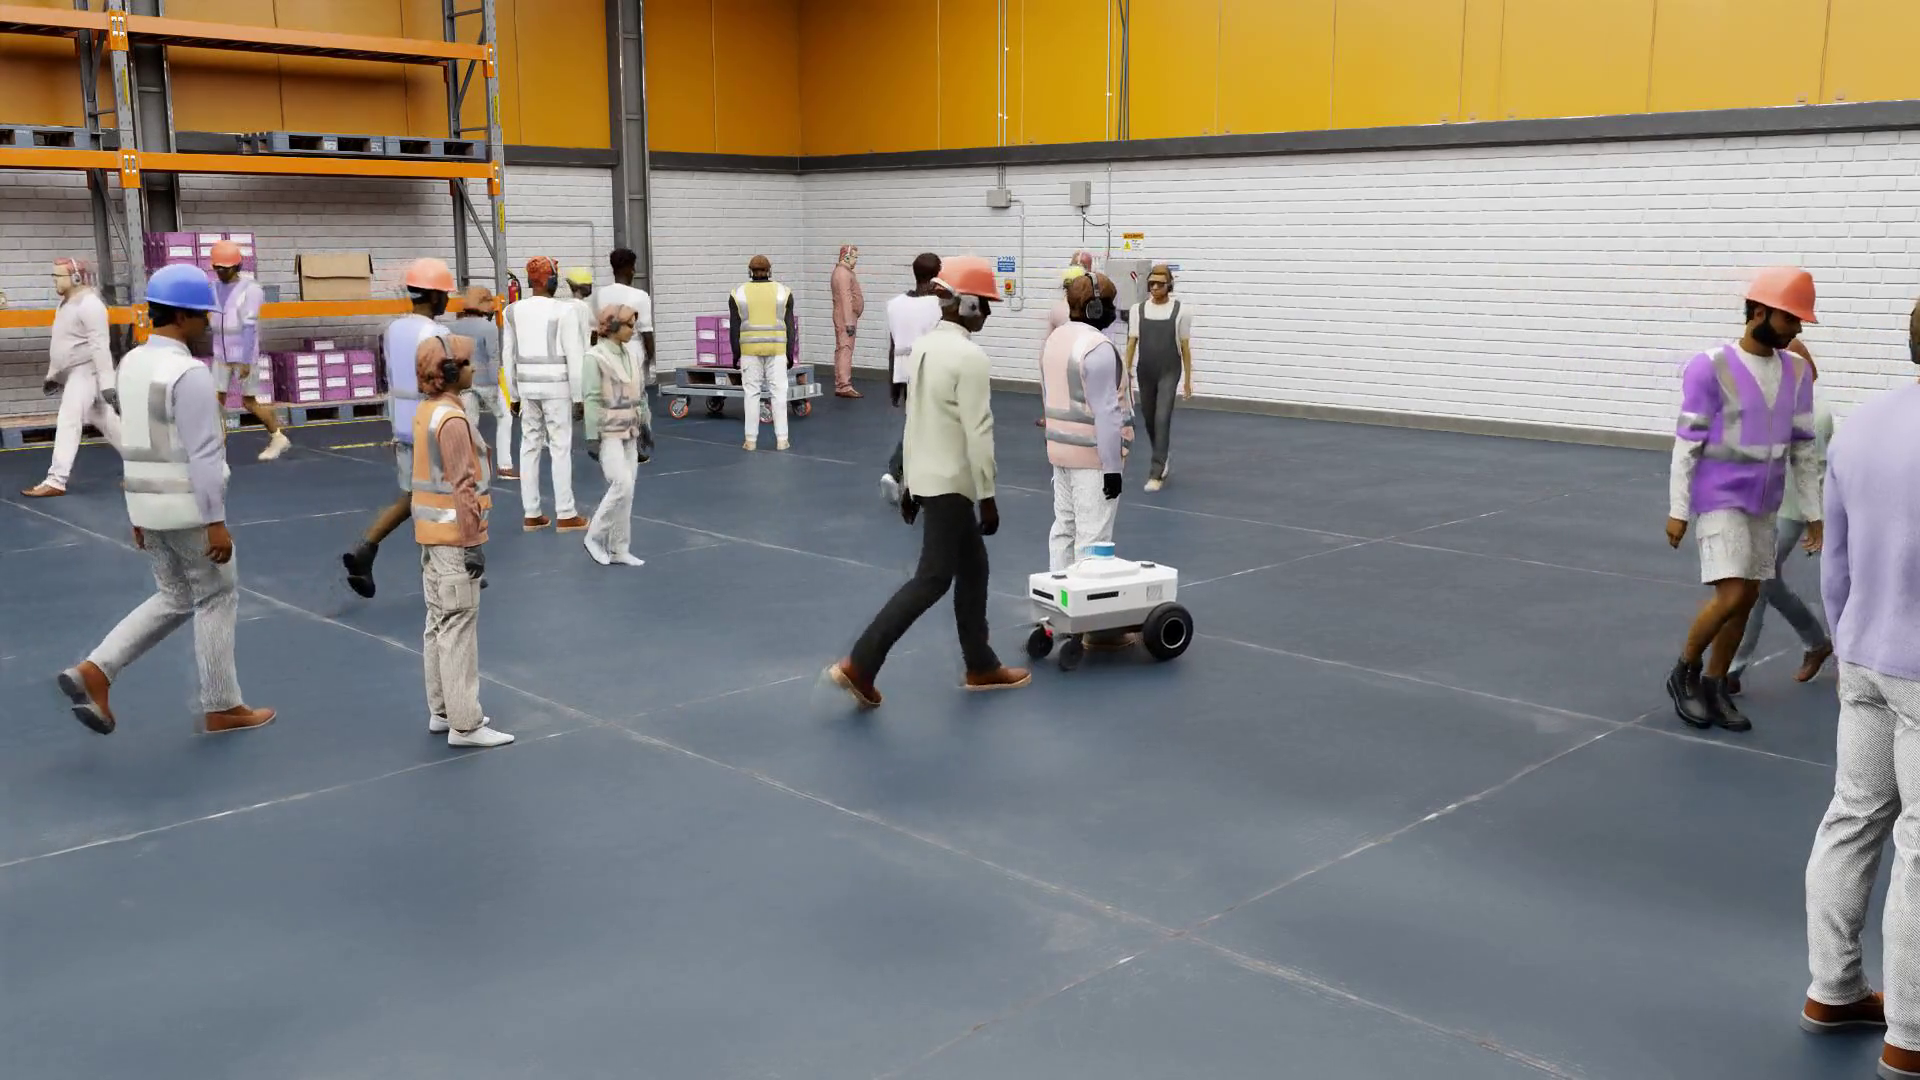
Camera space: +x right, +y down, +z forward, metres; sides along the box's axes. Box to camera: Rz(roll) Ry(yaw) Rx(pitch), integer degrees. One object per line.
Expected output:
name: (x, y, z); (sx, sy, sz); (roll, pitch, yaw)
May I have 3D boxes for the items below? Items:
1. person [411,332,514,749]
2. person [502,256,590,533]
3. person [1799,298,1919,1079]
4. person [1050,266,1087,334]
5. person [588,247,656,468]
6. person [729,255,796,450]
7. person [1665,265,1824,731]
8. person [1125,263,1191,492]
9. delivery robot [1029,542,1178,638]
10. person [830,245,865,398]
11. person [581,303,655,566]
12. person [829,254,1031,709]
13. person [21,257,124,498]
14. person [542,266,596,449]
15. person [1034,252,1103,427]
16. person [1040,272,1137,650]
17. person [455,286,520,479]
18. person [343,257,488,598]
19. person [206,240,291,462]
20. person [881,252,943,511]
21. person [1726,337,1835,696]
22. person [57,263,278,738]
person: (-2.010, 0.004, 6.604); (0.309, 1.645, 0.515); (-6, 12, -31)
person: (-2.829, -0.988, 11.359); (0.578, 1.882, 0.346); (3, 11, 18)
person: (2.320, 0.334, 4.000); (0.372, 1.940, 0.630); (-2, 11, -11)
person: (1.016, -1.523, 14.622); (0.550, 1.750, 0.378); (9, 14, 41)
person: (-2.955, -1.554, 14.342); (0.613, 1.934, 0.905); (4, 11, 22)
person: (-1.863, -1.763, 15.713); (0.625, 1.841, 0.429); (-2, 11, -10)
person: (3.159, -0.147, 6.724); (0.573, 1.900, 0.458); (-3, 11, -16)
person: (1.617, -1.333, 13.492); (0.539, 1.815, 0.916); (4, 11, 20)
delivery robot: (0.687, 0.252, 7.968); (0.707, 0.478, 0.477); (-6, 12, -30)
person: (-1.403, -2.736, 20.847); (0.407, 1.903, 0.639); (-2, 11, -12)
person: (-2.074, -0.624, 10.105); (0.369, 1.620, 0.518); (4, 11, 21)
person: (-0.135, -0.238, 7.116); (0.945, 1.955, 0.637); (-4, 11, -21)
person: (-6.899, -1.287, 13.095); (1.007, 1.859, 0.643); (-8, 13, -39)
person: (-3.727, -1.736, 15.847); (0.849, 1.732, 0.514); (-6, 12, -29)
person: (1.327, -2.083, 17.428); (1.003, 1.862, 0.642); (6, 12, 31)
person: (0.639, -0.386, 8.196); (0.429, 1.844, 0.624); (-4, 11, -23)
person: (-3.879, -1.274, 13.665); (0.503, 1.613, 0.620); (6, 12, 29)
person: (-3.009, -0.594, 9.150); (0.545, 1.912, 0.779); (8, 13, 37)
person: (-6.288, -1.625, 14.566); (0.609, 1.994, 0.853); (3, 11, 14)
person: (-0.295, -1.136, 12.125); (0.609, 1.898, 0.548); (9, 13, 39)
person: (3.623, -0.110, 7.343); (0.801, 1.601, 0.511); (-3, 11, -15)
person: (-3.150, -0.120, 6.540); (0.606, 1.919, 0.707); (9, 13, 39)
